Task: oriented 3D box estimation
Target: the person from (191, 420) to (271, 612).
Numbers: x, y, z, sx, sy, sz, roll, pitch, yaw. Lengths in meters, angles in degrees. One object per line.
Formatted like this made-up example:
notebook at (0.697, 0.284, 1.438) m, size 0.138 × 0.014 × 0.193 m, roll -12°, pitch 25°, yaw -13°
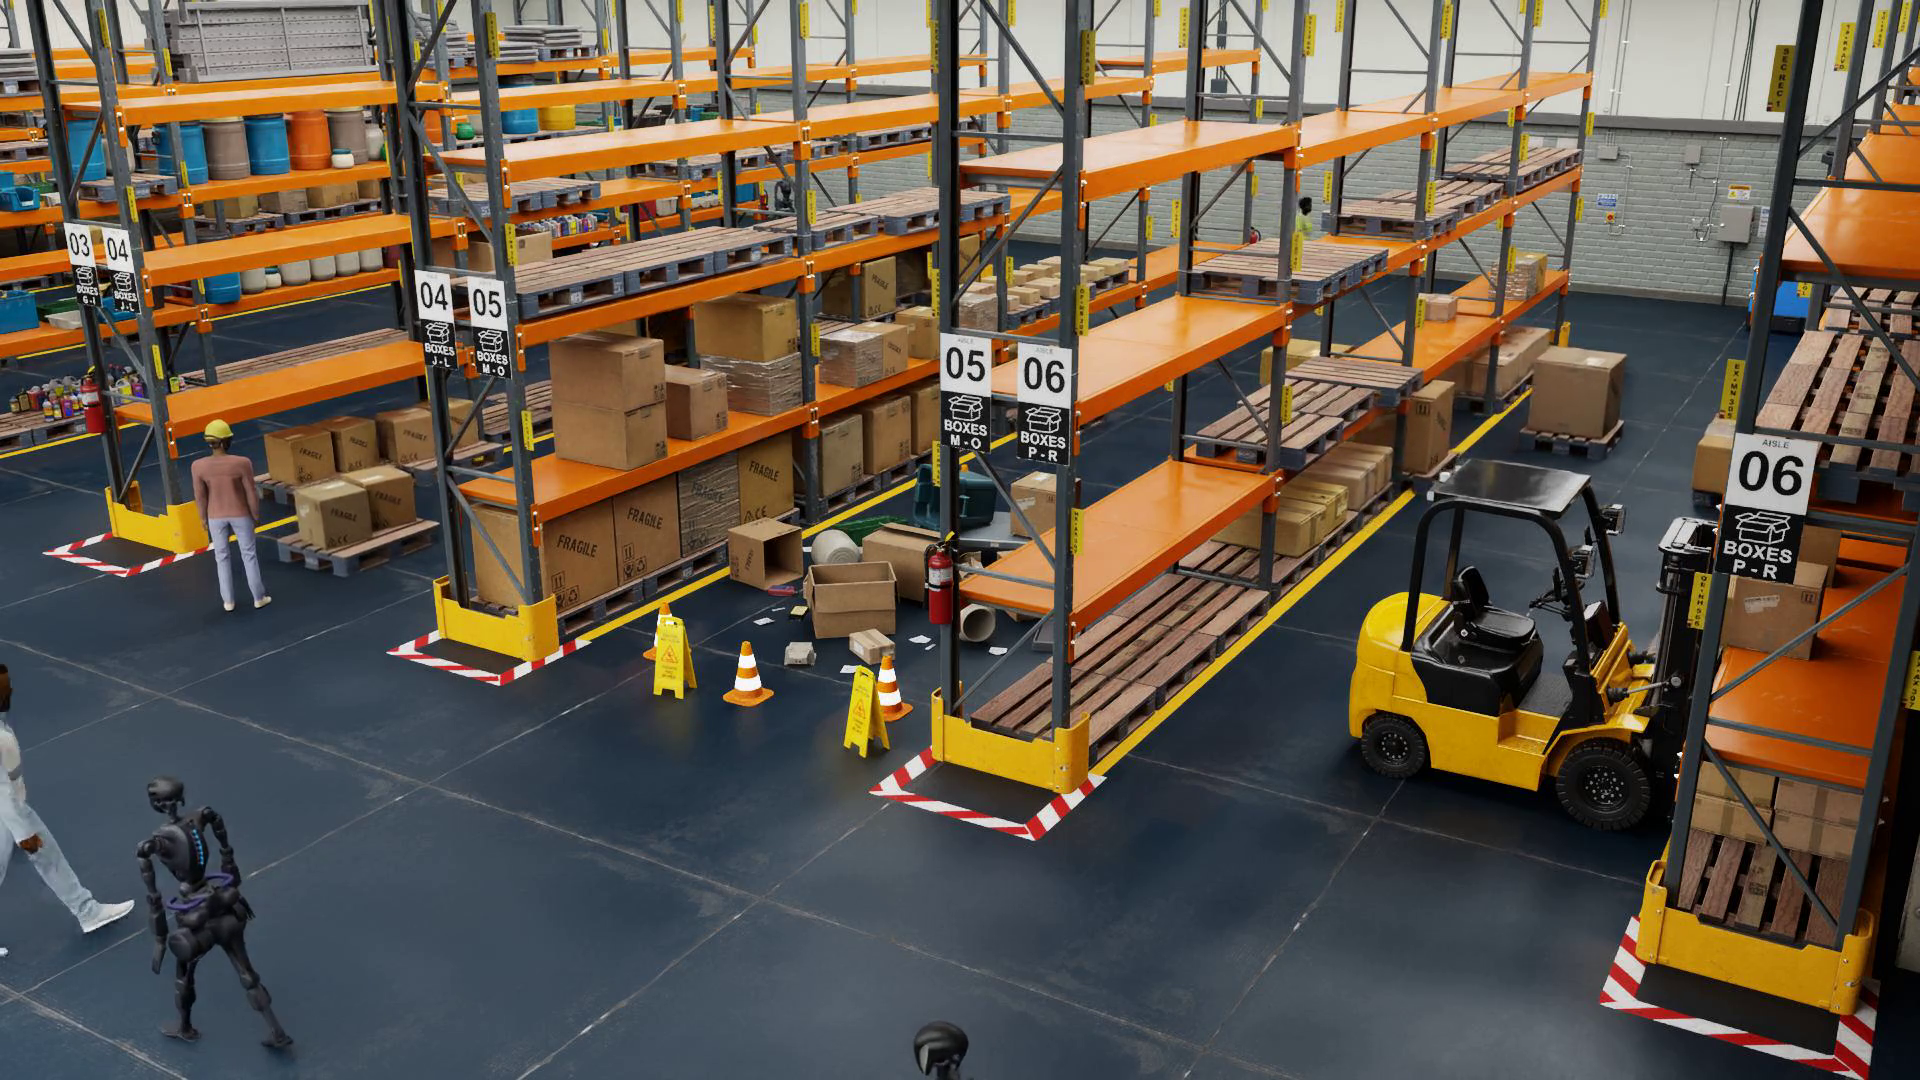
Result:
person at (-6.560, -0.213, 14.944) m, size 0.524 × 1.764 × 0.326 m, roll -4°, pitch 19°, yaw -11°

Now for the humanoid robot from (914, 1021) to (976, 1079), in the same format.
humanoid robot at (-0.080, 2.697, 6.712) m, size 0.600 × 1.655 × 0.611 m, roll 0°, pitch 19°, yaw 0°

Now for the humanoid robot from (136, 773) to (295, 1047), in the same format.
humanoid robot at (-3.997, 1.989, 8.801) m, size 0.803 × 1.614 × 0.616 m, roll 8°, pitch 21°, yaw 22°

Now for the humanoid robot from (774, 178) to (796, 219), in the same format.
humanoid robot at (-3.625, -6.862, 34.311) m, size 0.600 × 1.635 × 0.536 m, roll -13°, pitch 23°, yaw -34°

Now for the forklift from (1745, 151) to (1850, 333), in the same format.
forklift at (13.620, -4.667, 26.137) m, size 1.873 × 2.768 × 1.129 m, roll 11°, pitch 22°, yaw 29°

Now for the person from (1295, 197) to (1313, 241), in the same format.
person at (6.124, -5.265, 29.656) m, size 0.382 × 1.683 × 0.554 m, roll 14°, pitch 23°, yaw 35°

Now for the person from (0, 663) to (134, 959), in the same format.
person at (-5.521, 1.562, 9.665) m, size 1.012 × 1.857 × 0.614 m, roll -10°, pitch 21°, yaw -26°

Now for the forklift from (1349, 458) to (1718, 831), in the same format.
forklift at (3.988, 0.658, 11.776) m, size 2.313 × 2.155 × 1.214 m, roll 11°, pitch 22°, yaw 29°
